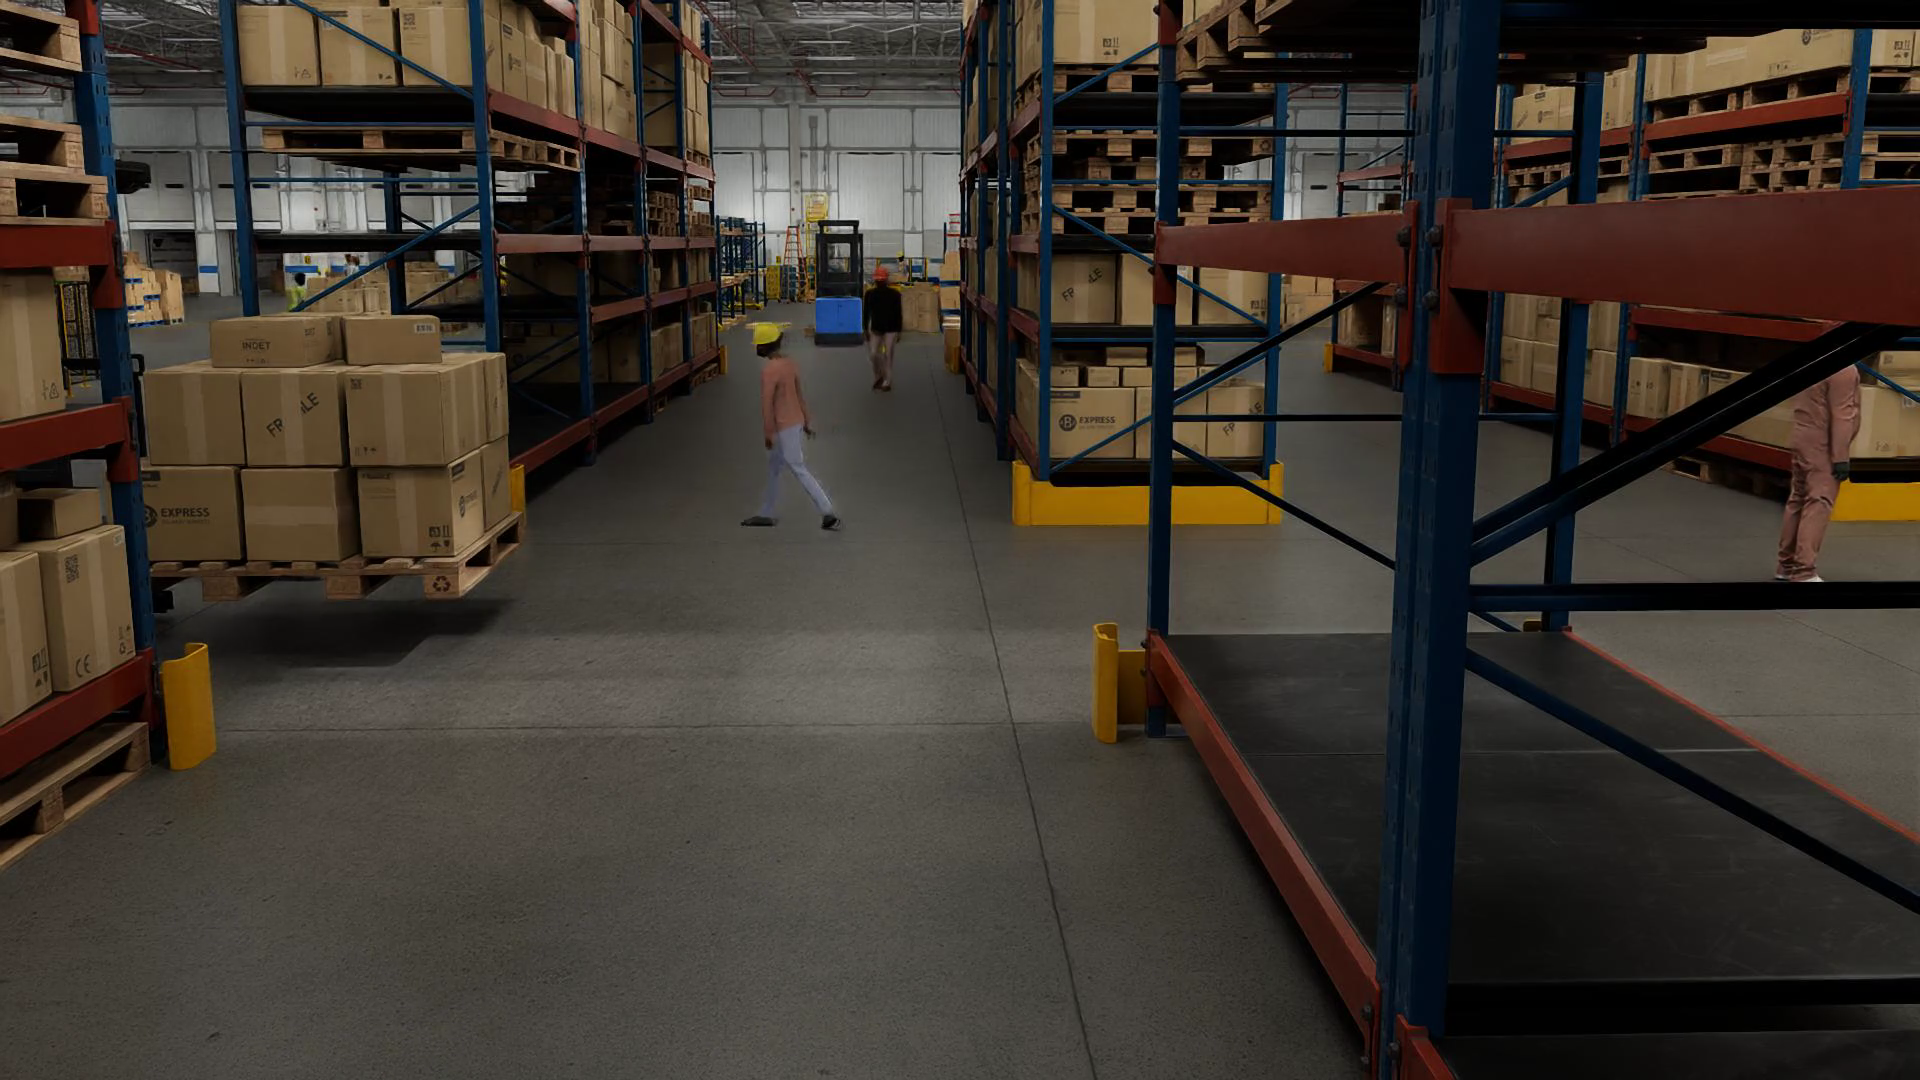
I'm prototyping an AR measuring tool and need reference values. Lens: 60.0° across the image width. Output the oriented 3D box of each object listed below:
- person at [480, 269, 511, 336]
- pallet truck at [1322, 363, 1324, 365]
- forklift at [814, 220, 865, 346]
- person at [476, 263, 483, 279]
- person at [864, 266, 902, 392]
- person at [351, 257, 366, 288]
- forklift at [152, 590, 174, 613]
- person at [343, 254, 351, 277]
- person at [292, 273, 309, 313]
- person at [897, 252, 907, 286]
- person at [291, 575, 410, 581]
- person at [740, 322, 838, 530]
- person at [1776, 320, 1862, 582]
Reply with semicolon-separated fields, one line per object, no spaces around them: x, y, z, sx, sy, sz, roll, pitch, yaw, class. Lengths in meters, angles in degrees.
-8.295;-3.996;30.111;0.657;1.895;0.986;6;12;31;person
7.712;-4.157;30.737;1.885;1.965;0.823;3;11;16;pallet truck
-2.737;-5.843;37.671;1.129;2.768;1.873;0;10;-2;forklift
-16.730;-9.124;58.635;0.586;1.920;0.395;-5;11;-27;person
-1.201;-3.269;25.872;0.633;1.963;0.532;2;10;9;person
-19.566;-8.312;54.319;0.916;1.847;0.580;-7;12;-34;person
-5.858;-0.811;9.639;1.873;2.768;1.129;-1;10;-3;forklift
-23.486;-10.039;63.879;0.313;1.865;0.528;0;10;-1;person
-14.069;-4.903;35.759;0.558;1.669;0.682;9;14;41;person
-2.276;-10.307;65.214;0.373;1.921;0.585;1;10;3;person
-4.245;-0.553;11.461;0.948;1.718;0.517;-1;10;-3;person
-1.371;-0.927;13.555;0.859;1.708;0.561;2;10;13;person
5.866;-0.606;11.274;0.399;1.896;0.658;1;10;7;person
